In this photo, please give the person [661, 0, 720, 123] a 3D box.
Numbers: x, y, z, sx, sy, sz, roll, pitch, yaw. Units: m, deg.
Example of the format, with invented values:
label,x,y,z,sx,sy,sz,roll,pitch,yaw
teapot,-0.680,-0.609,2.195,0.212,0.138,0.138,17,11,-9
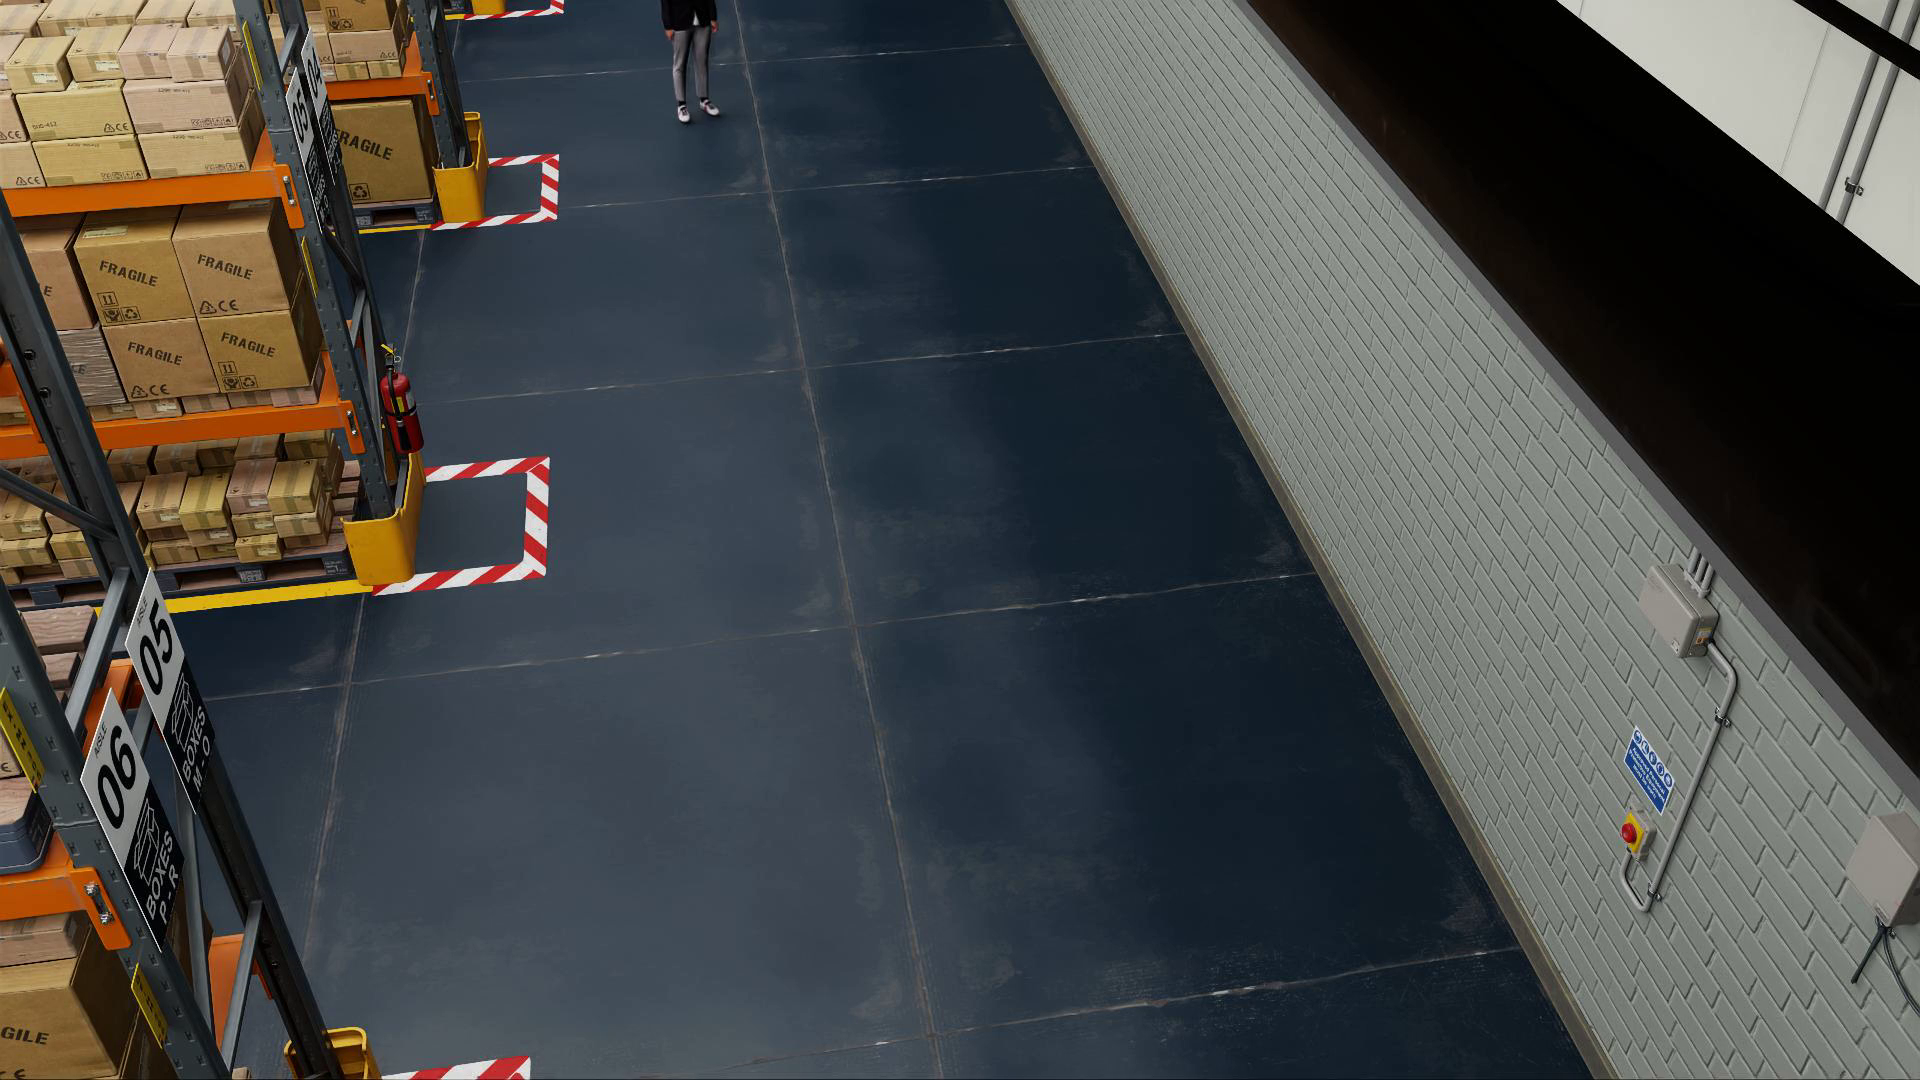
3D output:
label,x,y,z,sx,sy,sz,roll,pitch,yaw
person,-2.546,-4.930,15.589,0.654,1.956,0.828,-18,41,-21
